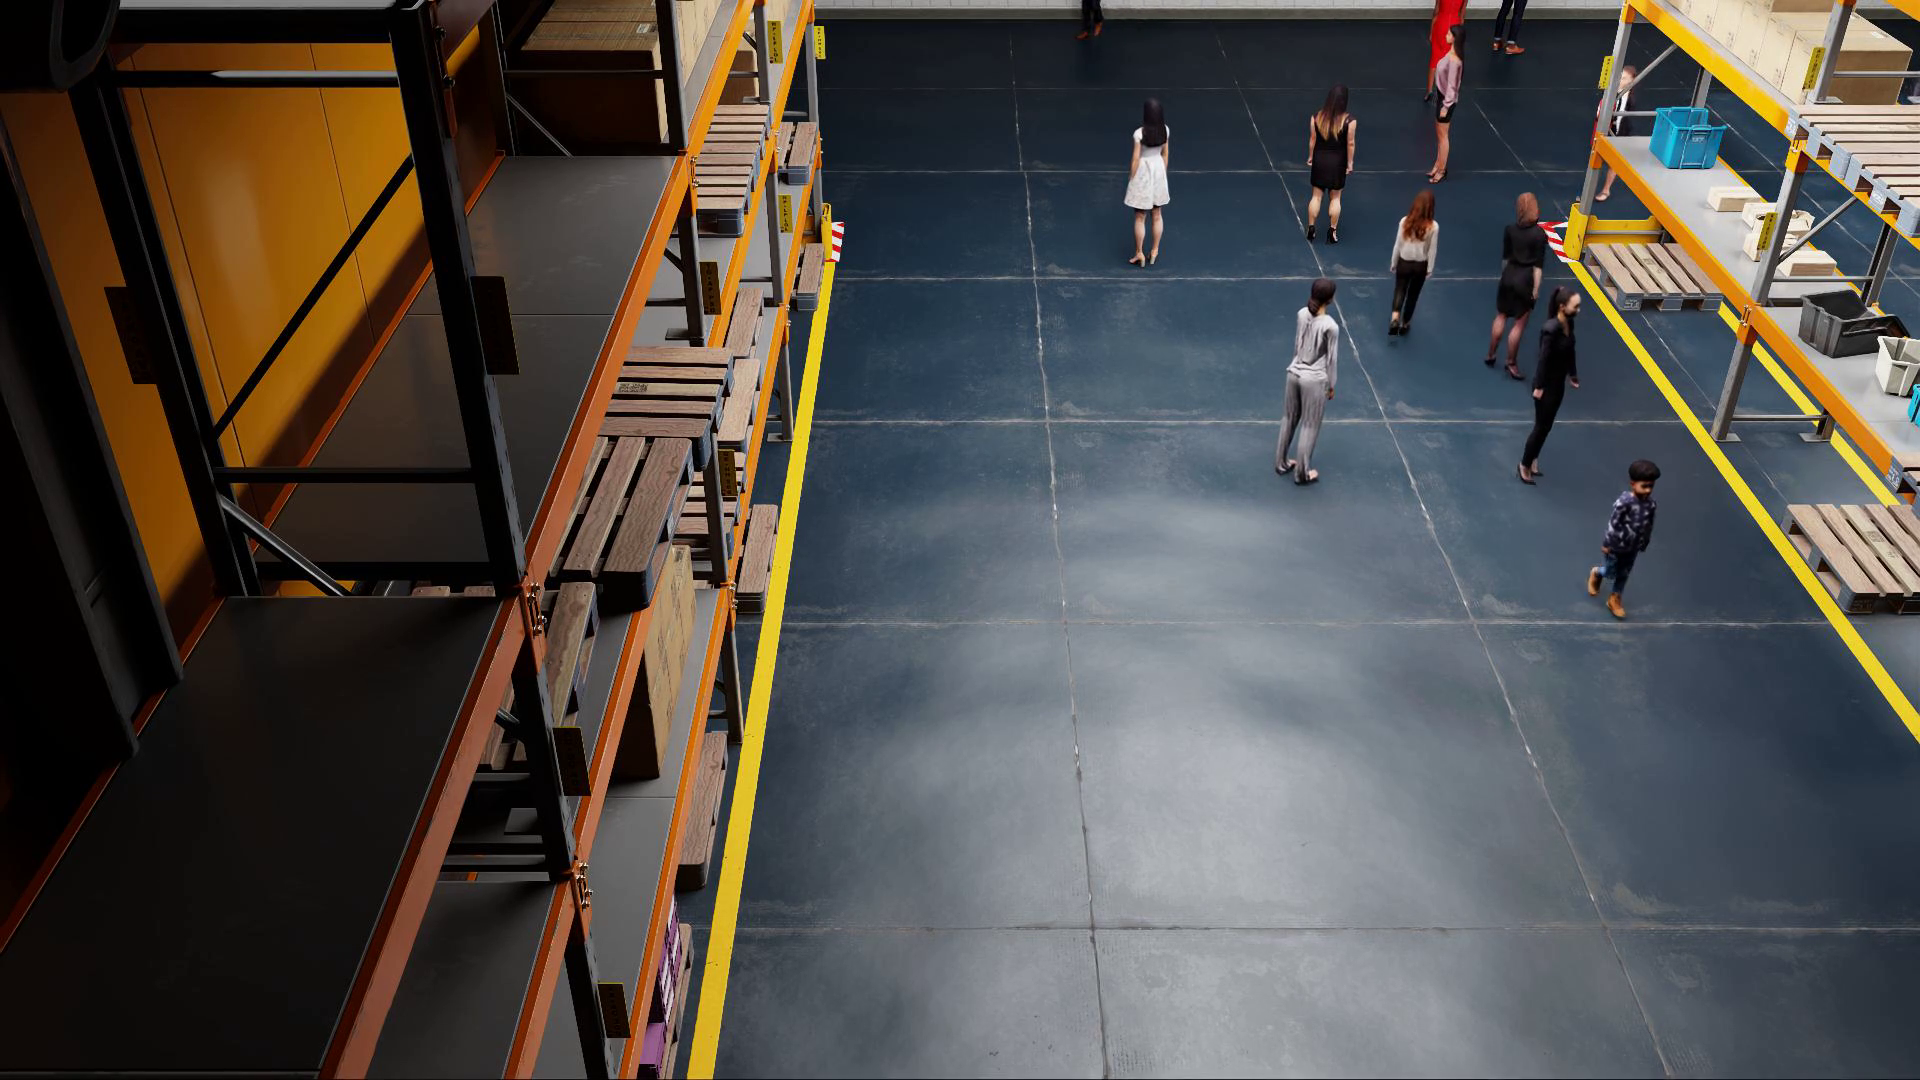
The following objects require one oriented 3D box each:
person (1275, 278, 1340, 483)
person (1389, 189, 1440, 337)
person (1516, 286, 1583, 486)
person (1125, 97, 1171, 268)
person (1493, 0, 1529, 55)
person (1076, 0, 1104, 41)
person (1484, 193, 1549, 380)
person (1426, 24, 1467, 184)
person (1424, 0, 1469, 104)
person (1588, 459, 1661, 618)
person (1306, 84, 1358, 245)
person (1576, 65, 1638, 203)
[{"bbox_3d":[2.821,-1.296,13.486,0.733,1.769,0.639,-22,39,-29],"label":"person"},{"bbox_3d":[4.252,-2.560,15.654,0.714,1.474,0.836,14,36,20],"label":"person"},{"bbox_3d":[4.755,-1.274,13.508,0.748,1.708,0.678,27,42,35],"label":"person"},{"bbox_3d":[1.934,-3.664,17.043,0.739,1.775,0.753,-12,35,-17],"label":"person"},{"bbox_3d":[7.730,-7.706,23.085,0.851,1.819,0.739,-20,38,-27],"label":"person"},{"bbox_3d":[1.929,-7.983,23.541,0.943,1.775,0.961,24,40,31],"label":"person"},{"bbox_3d":[5.075,-2.270,15.028,0.799,1.683,0.675,-11,35,-17],"label":"person"},{"bbox_3d":[5.552,-4.971,18.978,0.723,1.810,0.526,6,34,8],"label":"person"},{"bbox_3d":[6.229,-6.479,21.307,0.552,1.743,0.488,0,34,1],"label":"person"},{"bbox_3d":[4.808,-0.039,12.071,0.535,1.243,0.659,-4,34,-6],"label":"person"},{"bbox_3d":[3.899,-3.956,17.535,0.736,1.718,0.735,14,36,20],"label":"person"},{"bbox_3d":[7.339,-4.547,18.580,0.809,1.544,0.868,28,43,36],"label":"person"}]
